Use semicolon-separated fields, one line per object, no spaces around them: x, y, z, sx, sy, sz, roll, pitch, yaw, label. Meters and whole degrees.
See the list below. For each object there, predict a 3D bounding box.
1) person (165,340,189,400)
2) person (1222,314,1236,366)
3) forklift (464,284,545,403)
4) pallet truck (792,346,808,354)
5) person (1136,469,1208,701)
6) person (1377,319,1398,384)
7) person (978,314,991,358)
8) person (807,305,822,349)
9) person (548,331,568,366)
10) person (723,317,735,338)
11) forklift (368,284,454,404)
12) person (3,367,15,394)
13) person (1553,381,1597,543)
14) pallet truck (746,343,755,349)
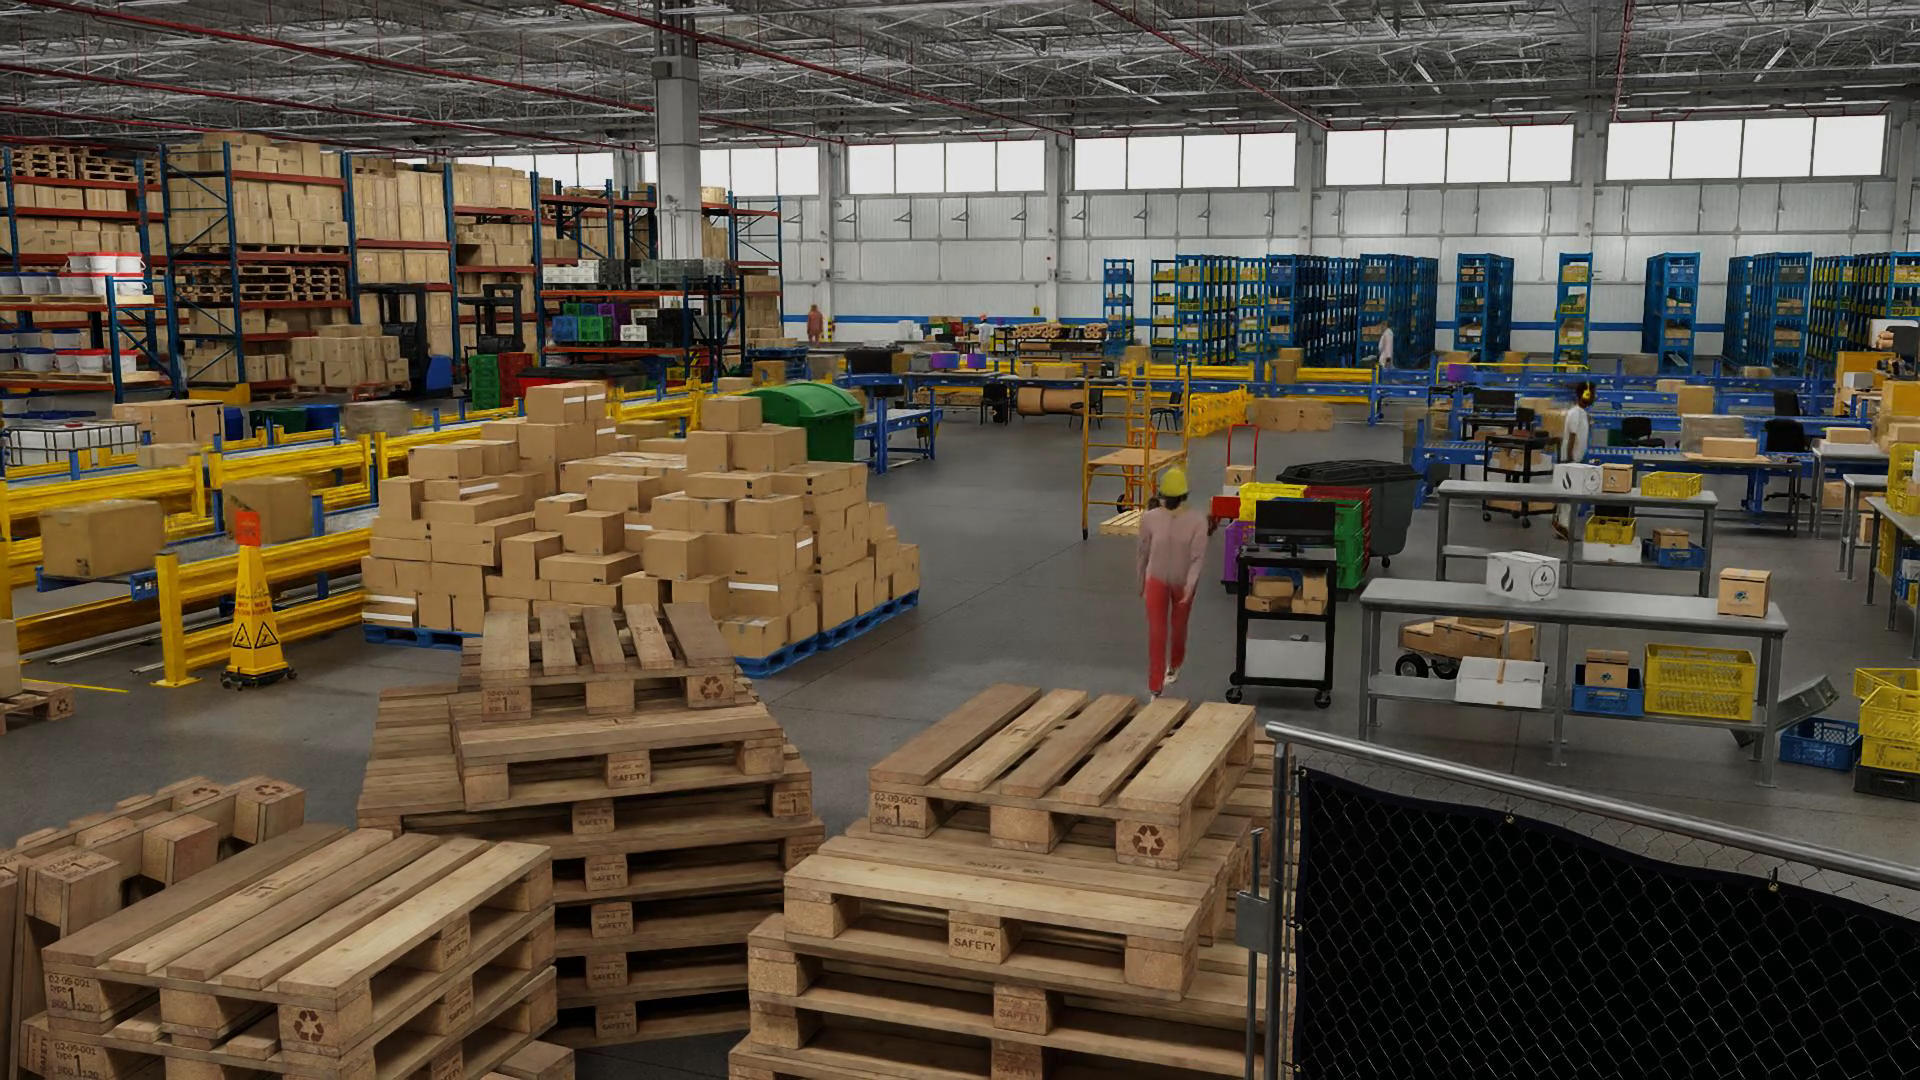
-16.703;-3.420;35.391;0.827;1.653;0.539;-3;10;-21;person
8.386;-6.148;51.960;0.443;1.830;0.594;0;9;1;person
-10.832;-4.702;39.610;1.129;2.768;1.873;3;10;20;forklift
-3.705;-4.298;42.022;0.653;1.274;1.630;3;10;20;pallet truck
1.523;0.298;11.975;0.509;1.689;1.015;1;9;9;person
11.170;-4.886;43.930;0.952;1.866;0.648;3;10;19;person
0.782;-6.558;54.798;0.346;1.746;0.573;7;11;37;person
-5.712;-8.227;64.877;0.670;1.876;0.837;-4;10;-26;person
-8.982;-3.864;37.450;1.021;1.880;0.616;-6;11;-31;person
-6.804;-5.703;49.255;0.586;1.811;0.614;4;10;24;person
-13.115;-4.710;39.661;1.129;2.768;1.873;3;10;20;forklift
-19.632;-3.252;34.230;0.579;1.674;0.550;3;9;15;person
6.982;-0.878;18.838;0.429;1.844;0.556;4;10;26;person
-6.183;-4.618;44.264;1.601;1.201;0.680;-9;12;-43;pallet truck
